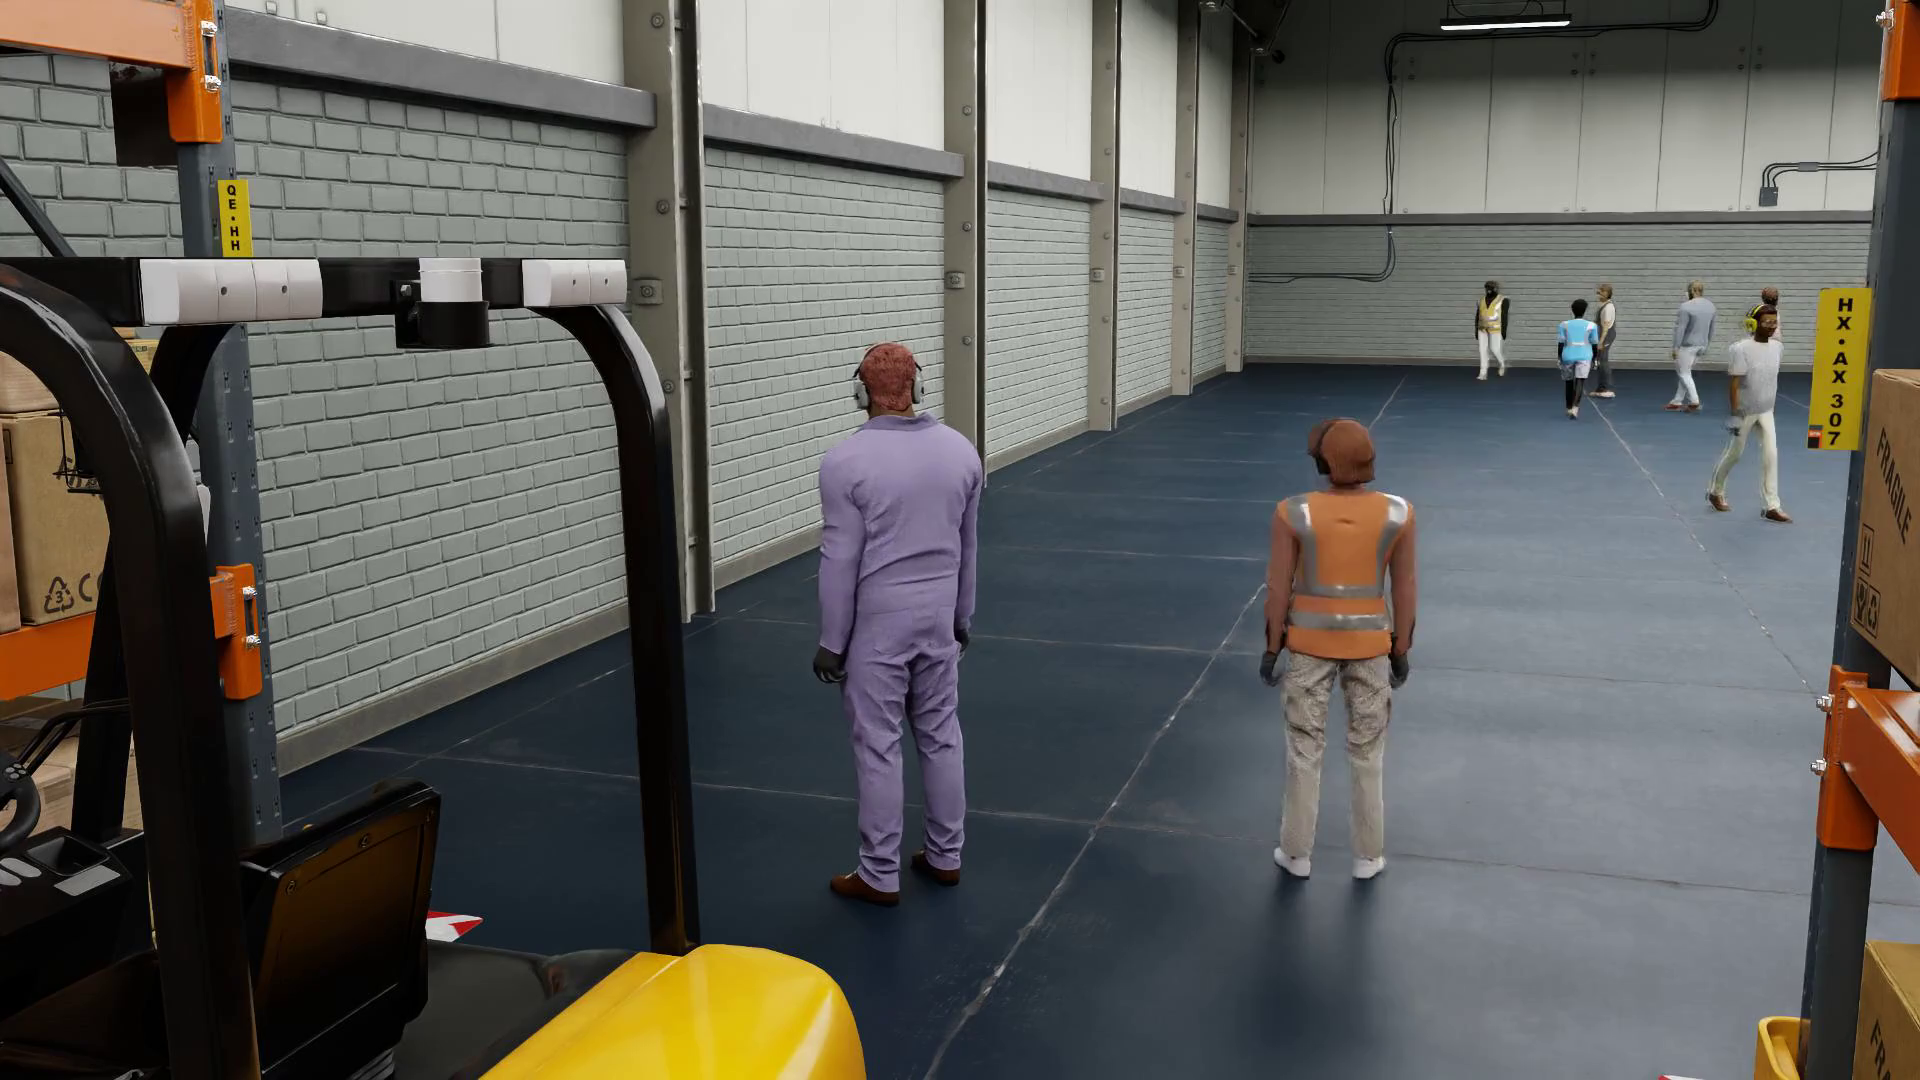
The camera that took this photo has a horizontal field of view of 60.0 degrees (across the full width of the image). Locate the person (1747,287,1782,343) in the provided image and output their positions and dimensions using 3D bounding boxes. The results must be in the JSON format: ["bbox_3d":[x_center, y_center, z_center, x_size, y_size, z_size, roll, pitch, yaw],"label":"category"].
[{"bbox_3d":[11.446,-2.698,23.753,0.505,1.801,0.692,7,12,36],"label":"person"}]

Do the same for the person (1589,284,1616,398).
[{"bbox_3d":[10.243,-3.148,26.395,0.355,1.809,0.651,3,10,18],"label":"person"}]

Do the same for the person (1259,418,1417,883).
[{"bbox_3d":[1.319,0.397,5.800,0.540,1.635,0.314,0,10,3],"label":"person"}]

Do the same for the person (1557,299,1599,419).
[{"bbox_3d":[8.529,-2.498,22.999,0.534,1.659,0.889,4,10,25],"label":"person"}]

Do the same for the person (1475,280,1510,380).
[{"bbox_3d":[9.727,-3.836,30.427,0.584,1.821,0.640,-9,13,-44],"label":"person"}]

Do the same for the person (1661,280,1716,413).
[{"bbox_3d":[10.486,-2.780,23.918,0.696,1.896,0.669,-5,11,-25],"label":"person"}]

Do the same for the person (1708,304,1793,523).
[{"bbox_3d":[6.721,-1.089,14.119,0.541,1.820,0.989,-2,10,-11],"label":"person"}]

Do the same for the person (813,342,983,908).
[{"bbox_3d":[-0.233,0.283,5.664,0.645,1.903,0.400,-7,12,-38],"label":"person"}]
